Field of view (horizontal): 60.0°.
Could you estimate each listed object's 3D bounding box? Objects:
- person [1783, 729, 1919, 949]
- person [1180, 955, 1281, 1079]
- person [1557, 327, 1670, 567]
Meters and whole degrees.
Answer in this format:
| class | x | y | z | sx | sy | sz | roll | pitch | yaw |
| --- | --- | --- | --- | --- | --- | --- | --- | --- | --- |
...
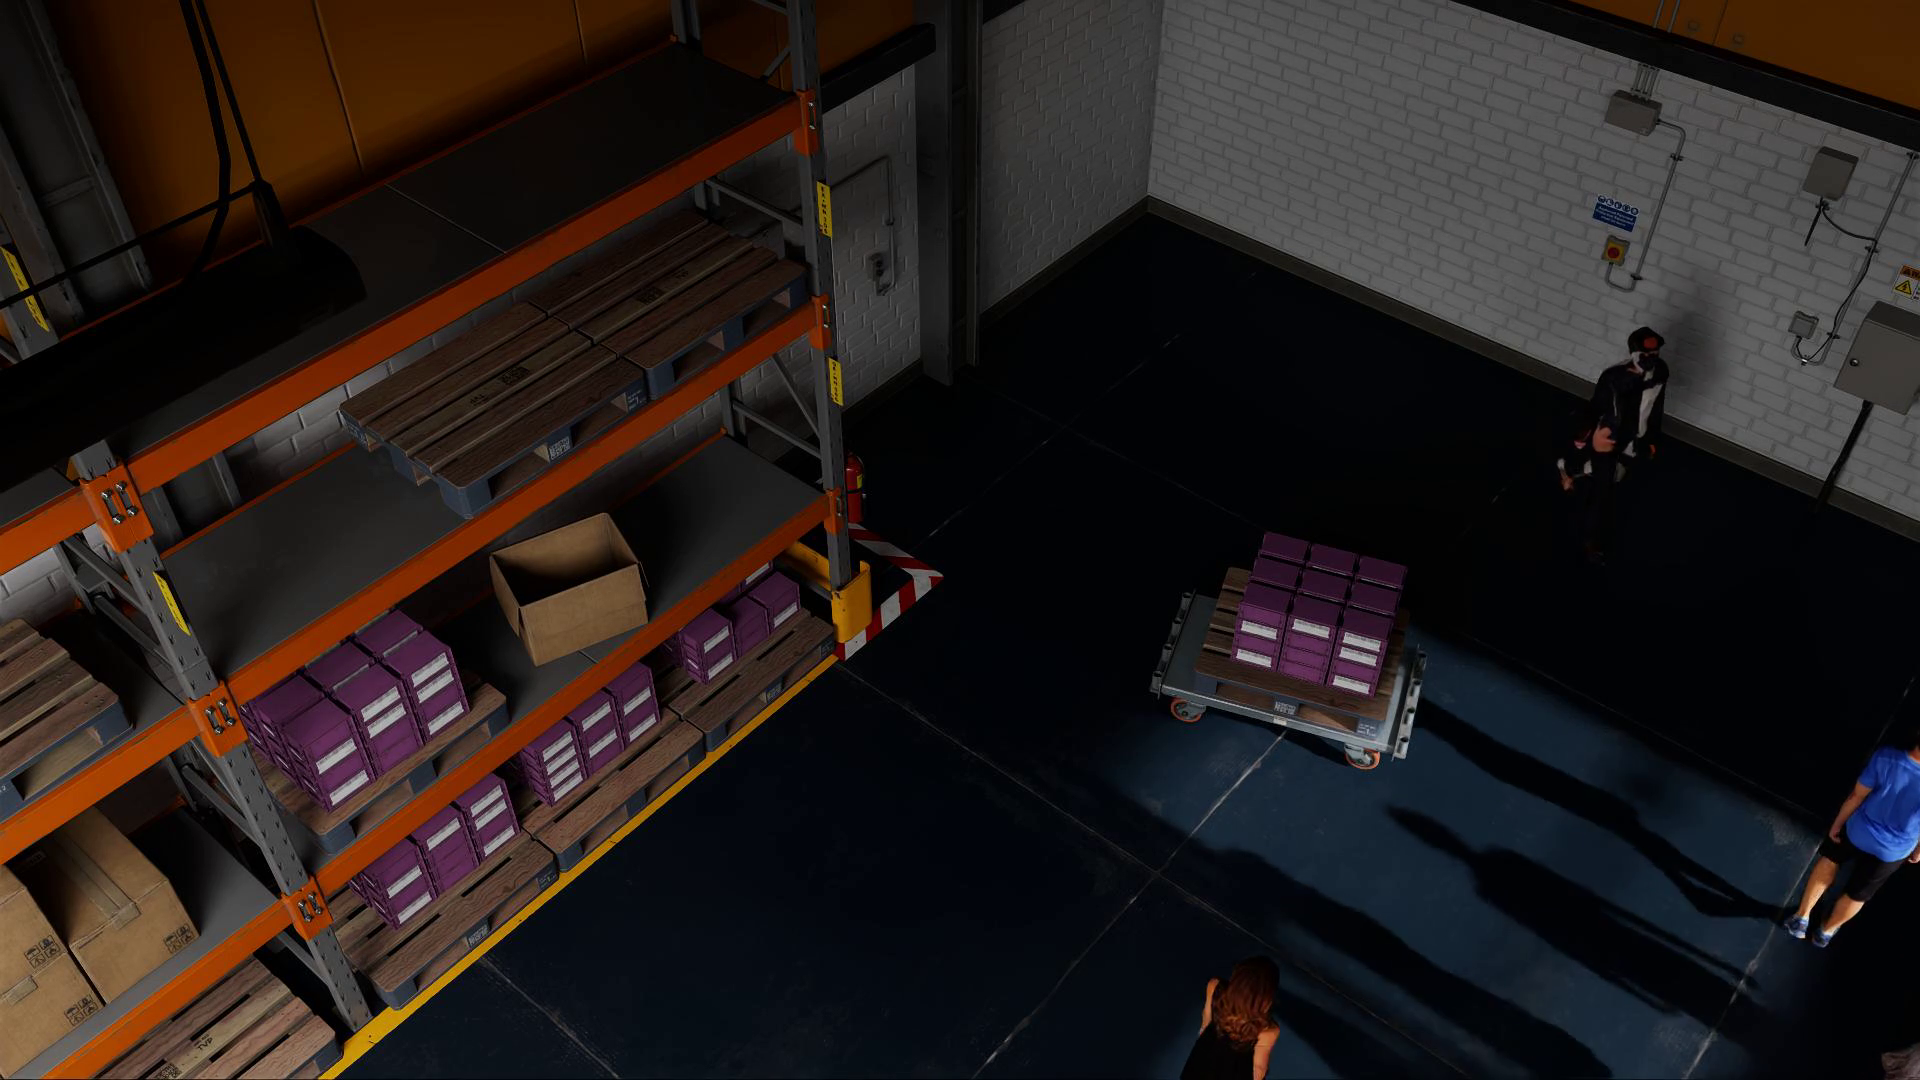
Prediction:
| class | x | y | z | sx | sy | sz | roll | pitch | yaw |
| --- | --- | --- | --- | --- | --- | --- | --- | --- | --- |
| person | 4.980 | 1.680 | 9.081 | 0.620 | 1.856 | 0.734 | 32 | 52 | 29 |
| person | 1.250 | 2.636 | 8.113 | 0.608 | 1.807 | 1.036 | 27 | 50 | 25 |
| person | 4.546 | -0.760 | 11.634 | 1.160 | 1.868 | 1.089 | -13 | 45 | -13 |
